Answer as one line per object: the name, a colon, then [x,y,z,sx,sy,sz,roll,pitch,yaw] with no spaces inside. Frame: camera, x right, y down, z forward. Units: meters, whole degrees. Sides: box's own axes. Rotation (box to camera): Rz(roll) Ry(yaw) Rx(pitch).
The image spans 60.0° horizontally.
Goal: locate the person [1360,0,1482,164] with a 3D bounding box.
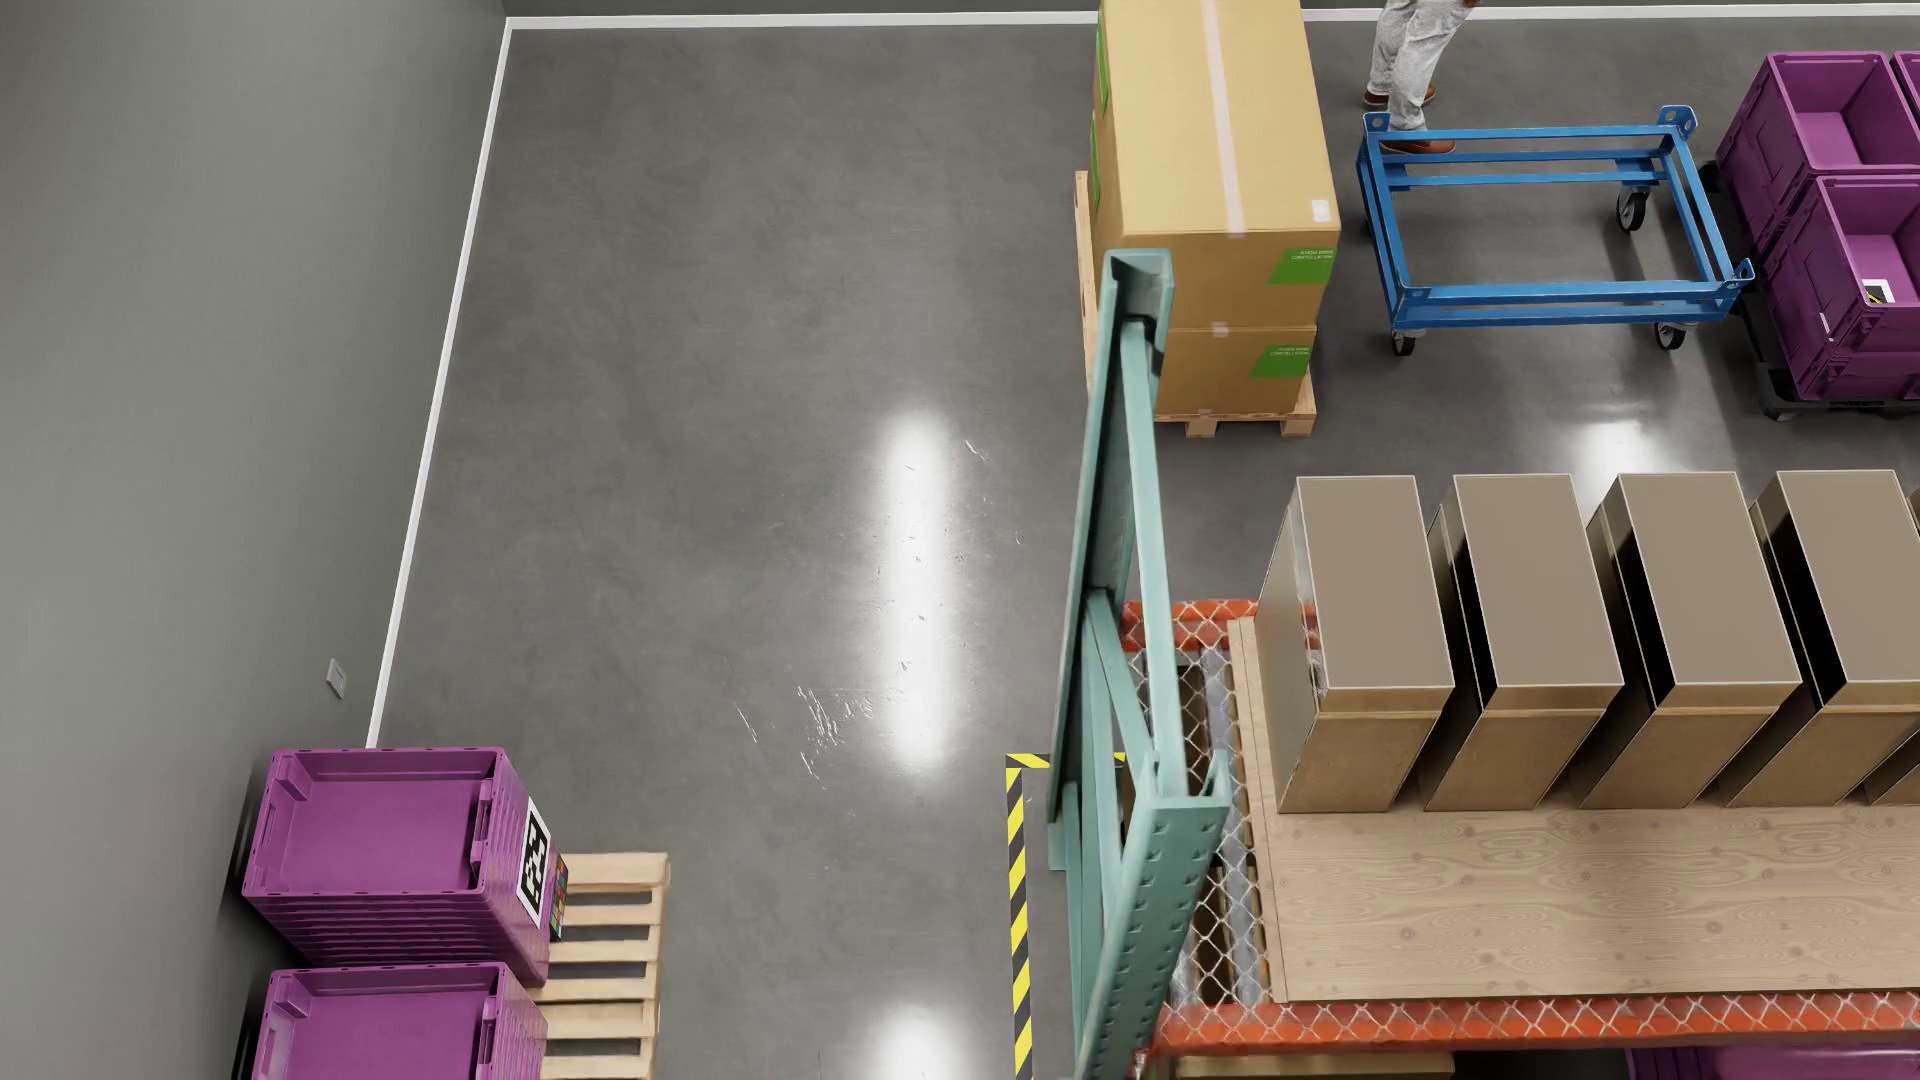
person: [1.821,-2.247,6.080,0.372,1.941,0.627,-2,58,-1]
